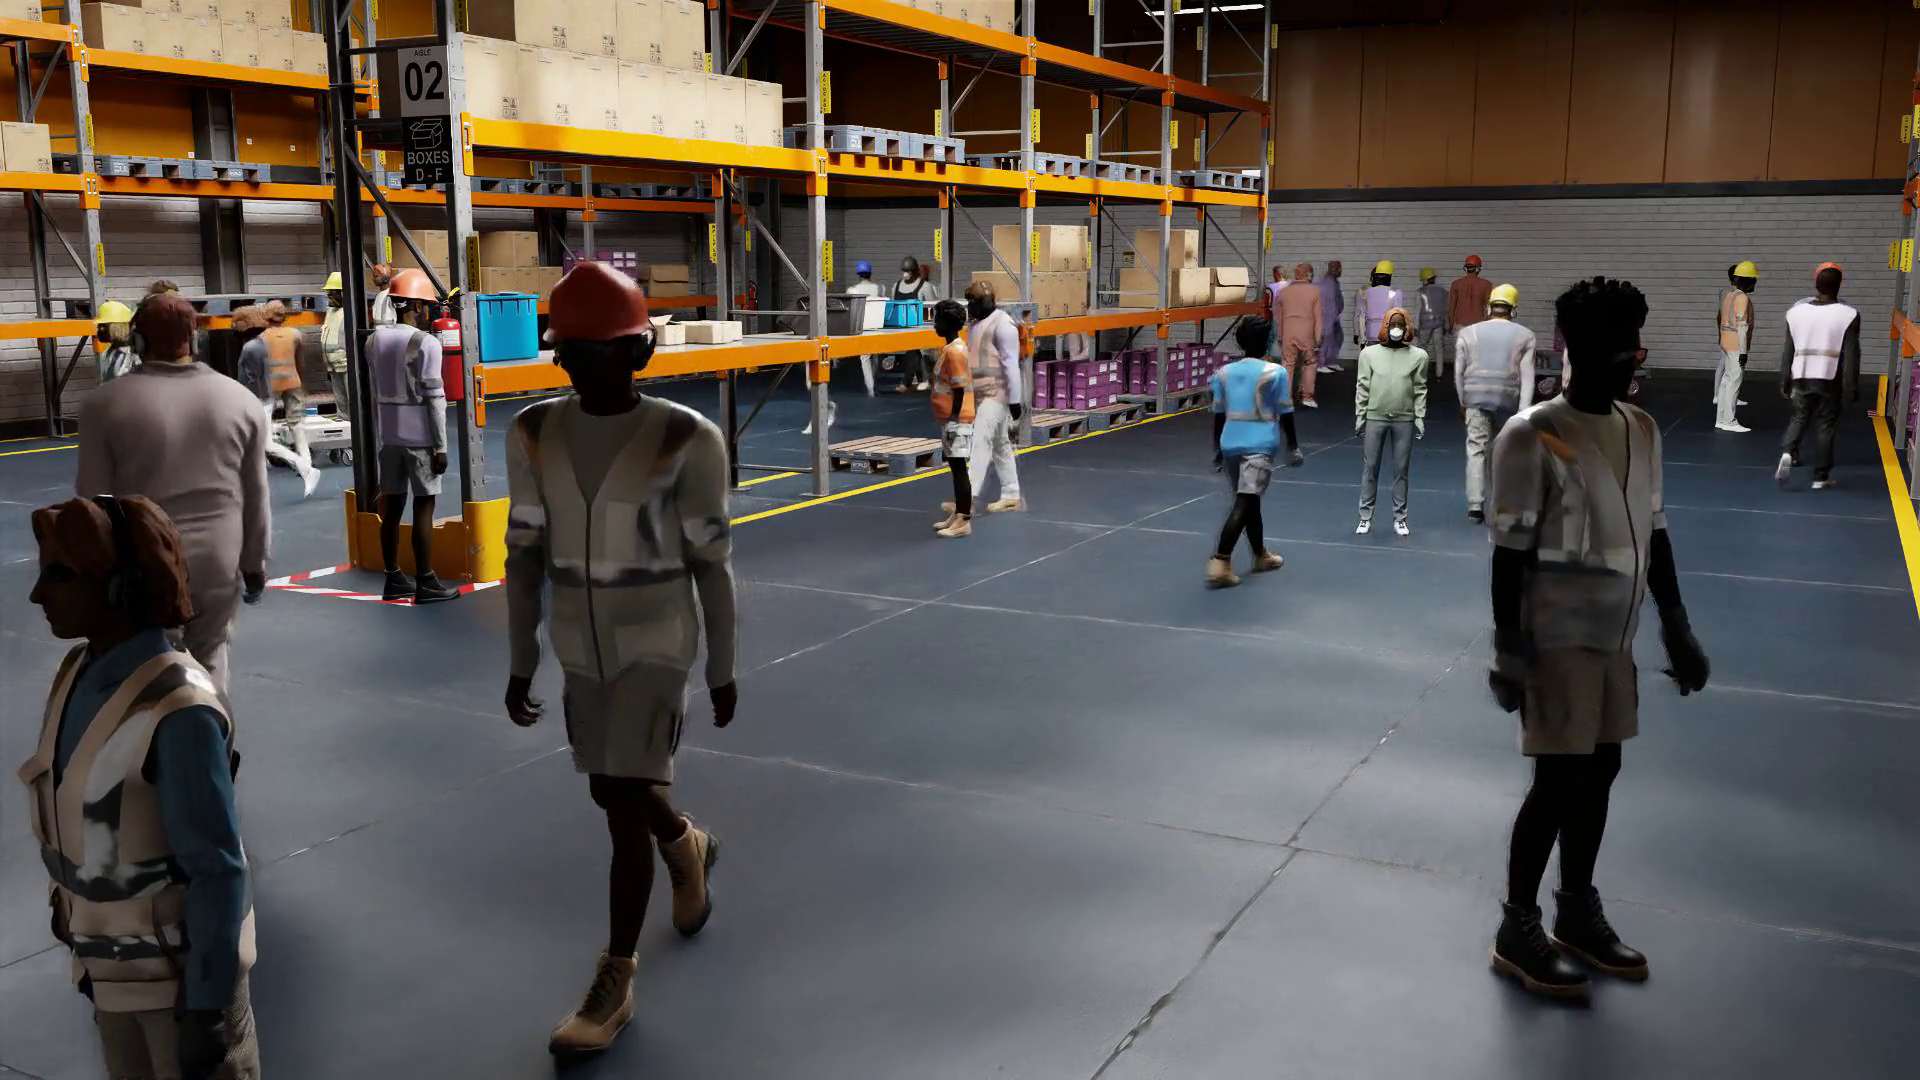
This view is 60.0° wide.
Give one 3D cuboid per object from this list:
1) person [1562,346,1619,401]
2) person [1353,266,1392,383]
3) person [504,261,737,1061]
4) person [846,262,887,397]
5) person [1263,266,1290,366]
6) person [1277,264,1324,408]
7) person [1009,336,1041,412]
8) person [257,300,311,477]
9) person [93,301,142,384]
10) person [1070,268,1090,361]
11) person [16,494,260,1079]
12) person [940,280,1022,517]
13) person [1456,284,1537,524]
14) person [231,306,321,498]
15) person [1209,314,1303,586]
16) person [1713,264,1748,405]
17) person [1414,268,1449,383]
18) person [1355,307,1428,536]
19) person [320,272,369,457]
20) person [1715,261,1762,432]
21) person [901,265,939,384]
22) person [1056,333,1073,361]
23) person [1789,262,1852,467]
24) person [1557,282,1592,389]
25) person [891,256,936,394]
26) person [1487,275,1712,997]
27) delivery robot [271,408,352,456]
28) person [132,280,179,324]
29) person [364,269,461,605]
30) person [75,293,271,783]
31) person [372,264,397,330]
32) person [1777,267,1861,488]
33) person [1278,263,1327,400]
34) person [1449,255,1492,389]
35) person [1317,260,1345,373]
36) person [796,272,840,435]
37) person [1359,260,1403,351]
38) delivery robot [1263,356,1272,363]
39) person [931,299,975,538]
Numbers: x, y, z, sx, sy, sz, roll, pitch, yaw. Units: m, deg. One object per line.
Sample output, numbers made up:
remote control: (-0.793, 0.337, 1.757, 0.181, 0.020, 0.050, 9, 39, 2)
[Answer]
person: (4.296, -0.796, 11.277, 0.533, 1.767, 0.327, -5, 11, -25)
person: (5.752, -2.857, 22.999, 0.634, 1.839, 0.429, 0, 10, 3)
person: (-0.866, 0.261, 4.471, 0.608, 2.011, 0.985, 3, 10, 17)
person: (-1.339, -3.002, 23.668, 0.618, 1.889, 1.018, -3, 10, -15)
person: (4.939, -3.379, 26.073, 0.583, 1.814, 0.792, -4, 11, -23)
person: (4.413, -2.622, 21.521, 0.678, 1.870, 0.736, 6, 12, 32)
person: (0.782, -2.560, 21.210, 0.518, 1.865, 0.328, 3, 10, 15)
person: (-6.168, -1.367, 15.078, 0.525, 1.598, 0.774, -10, 14, -44)
person: (-5.698, -0.801, 11.505, 0.497, 1.703, 0.890, 7, 12, 35)
person: (1.771, -3.227, 24.709, 0.463, 1.981, 0.646, -6, 12, -32)
person: (-1.352, 0.730, 2.803, 0.515, 1.641, 0.315, 9, 13, 42)
person: (0.124, -1.086, 12.838, 0.848, 1.804, 0.657, -4, 11, -23)
person: (4.065, -1.042, 12.659, 0.592, 1.777, 0.911, 4, 11, 23)
person: (-5.613, -1.090, 13.434, 0.699, 1.603, 0.505, -2, 10, -12)
person: (1.780, -0.560, 10.238, 0.882, 1.654, 0.541, -8, 13, -39)
person: (10.314, -2.733, 22.186, 0.328, 1.875, 0.513, -3, 10, -15)
person: (7.365, -3.367, 26.123, 0.644, 1.767, 0.935, -2, 10, -10)
person: (3.087, -0.845, 11.936, 0.498, 1.636, 0.278, 2, 10, 12)
person: (-6.063, -1.712, 16.384, 0.586, 1.835, 0.404, 8, 12, 37)
person: (8.843, -2.191, 18.887, 0.372, 1.925, 0.595, 2, 10, 11)
person: (-0.509, -3.356, 25.876, 0.934, 1.851, 0.587, -6, 12, -32)
person: (1.899, -3.954, 29.355, 0.623, 1.841, 0.430, 6, 12, 32)
person: (8.120, -1.650, 15.726, 0.544, 1.938, 0.355, 2, 10, 10)
person: (9.331, -3.008, 24.572, 0.815, 1.602, 0.513, 2, 10, 13)
person: (-0.678, -3.160, 24.169, 0.674, 2.000, 1.045, 7, 12, 34)
person: (1.752, 0.258, 4.617, 0.628, 1.960, 0.449, -7, 12, -34)
delivery robot: (-6.098, -0.998, 15.677, 0.707, 0.478, 0.477, -9, 14, -44)
person: (-7.426, -1.487, 15.228, 0.891, 1.794, 0.542, 6, 11, 31)
person: (-3.156, -0.592, 9.632, 0.540, 1.930, 0.382, 5, 11, 26)
person: (-2.774, 0.066, 5.950, 0.739, 1.881, 0.654, 9, 13, 43)
person: (-7.044, -2.446, 20.496, 0.362, 1.883, 0.575, -7, 12, -37)
person: (7.324, -1.369, 14.193, 0.668, 1.902, 0.614, -9, 13, -41)
person: (4.805, -2.930, 23.303, 0.646, 1.895, 1.017, 4, 11, 23)
person: (7.583, -3.233, 24.728, 0.623, 1.990, 0.390, 4, 10, 20)
person: (6.333, -3.756, 28.045, 0.653, 1.885, 0.683, 1, 10, 8)
person: (-1.584, -2.136, 18.809, 0.527, 1.850, 0.789, 5, 11, 25)
person: (5.321, -2.555, 20.995, 0.585, 1.928, 0.369, 7, 12, 36)
delivery robot: (4.508, -2.673, 25.376, 0.477, 0.478, 0.707, 5, 11, 28)
person: (-0.052, -0.863, 11.864, 0.317, 1.696, 0.540, 0, 10, -3)
